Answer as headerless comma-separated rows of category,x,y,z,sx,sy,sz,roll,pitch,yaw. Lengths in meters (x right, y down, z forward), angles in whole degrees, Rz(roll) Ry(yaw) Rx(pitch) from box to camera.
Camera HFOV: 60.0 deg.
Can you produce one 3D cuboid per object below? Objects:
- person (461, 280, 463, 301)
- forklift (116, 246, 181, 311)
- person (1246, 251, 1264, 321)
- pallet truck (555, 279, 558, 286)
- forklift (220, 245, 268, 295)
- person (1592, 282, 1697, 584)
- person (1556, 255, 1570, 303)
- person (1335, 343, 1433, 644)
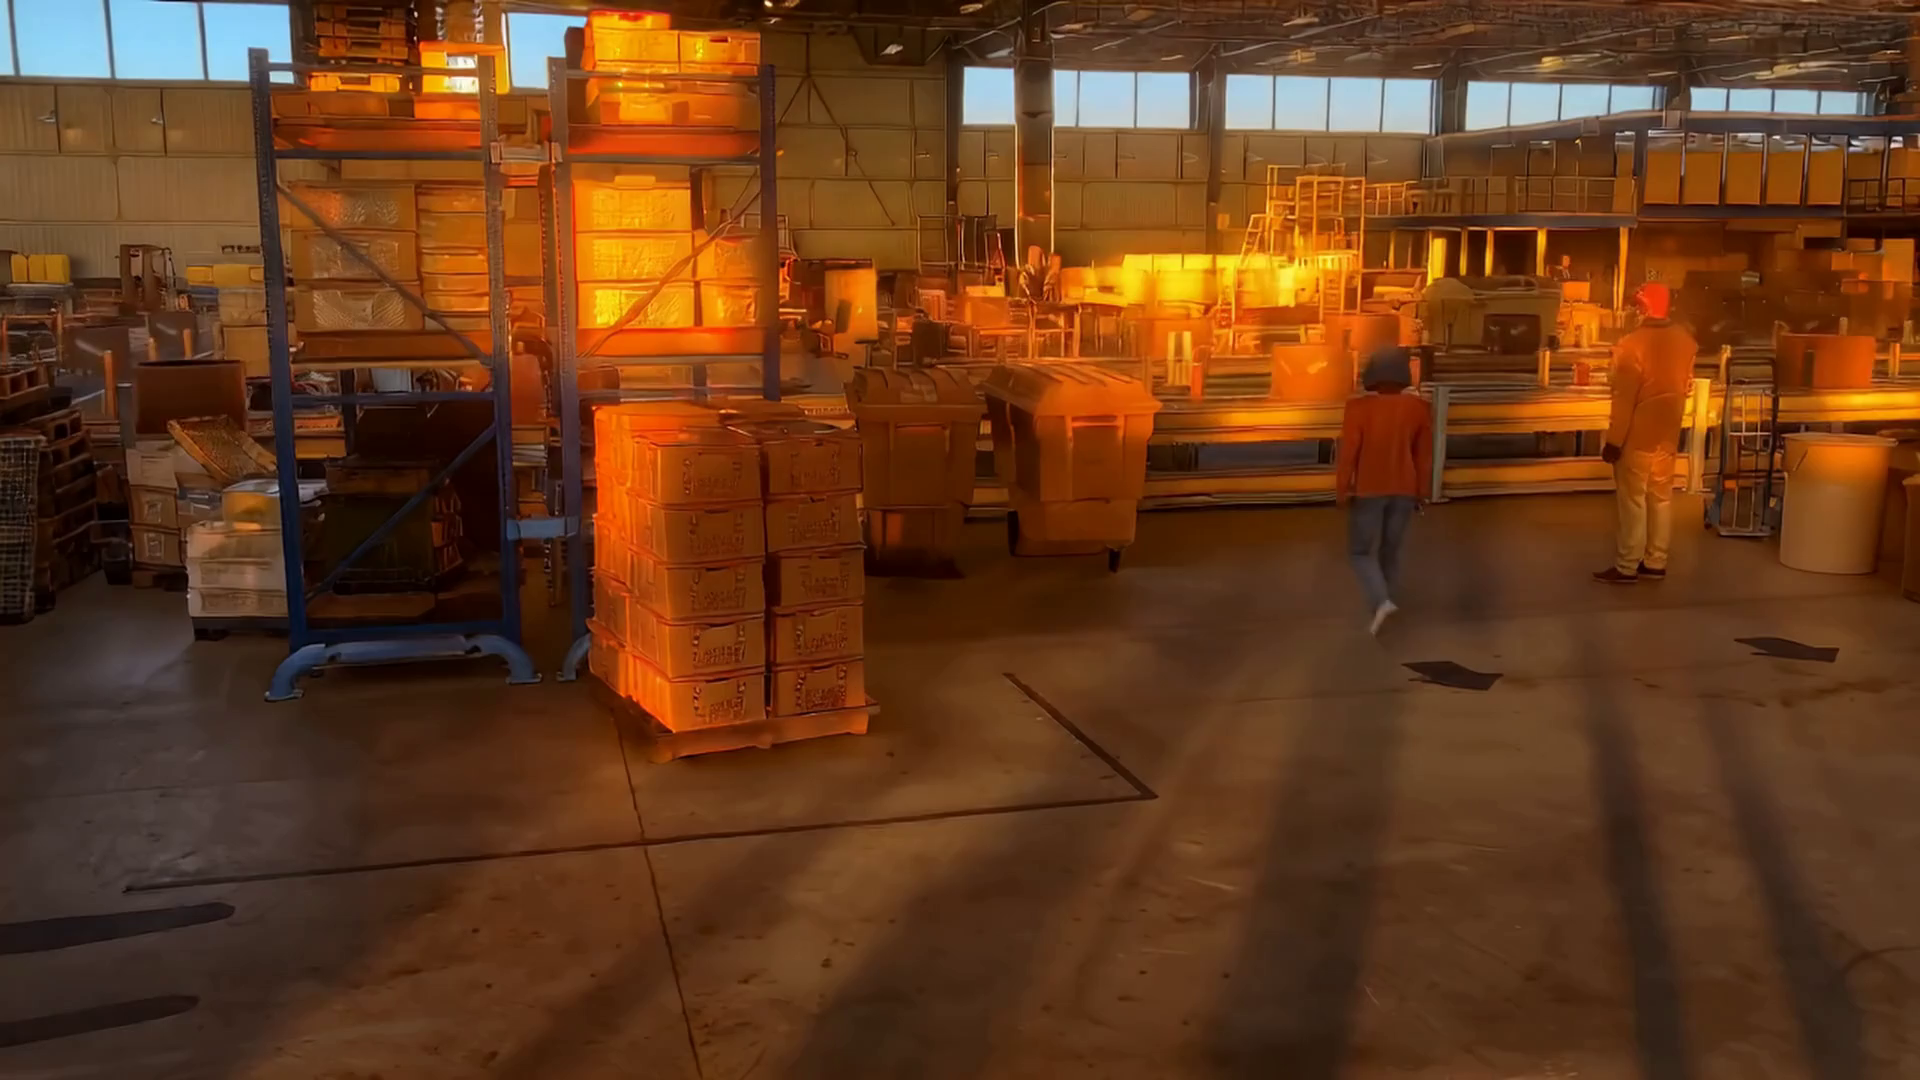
person,-12.660,-6.179,41.864,0.643,1.862,1.002,8,13,37
forklift,-19.966,-6.232,40.894,1.157,1.987,2.680,-3,10,-15
person,6.674,-5.551,37.816,0.614,2.017,0.635,4,11,20
pallet truck,-10.604,-6.375,44.520,0.653,1.274,1.630,-3,10,-15
forklift,-17.749,-6.334,41.440,1.157,1.987,2.680,-3,10,-17
person,4.313,-0.672,10.526,0.642,1.906,0.410,-6,12,-30
person,18.669,-7.871,51.378,0.452,1.868,0.614,9,14,42
person,2.264,-0.228,8.820,0.513,1.620,0.595,-1,10,-6
